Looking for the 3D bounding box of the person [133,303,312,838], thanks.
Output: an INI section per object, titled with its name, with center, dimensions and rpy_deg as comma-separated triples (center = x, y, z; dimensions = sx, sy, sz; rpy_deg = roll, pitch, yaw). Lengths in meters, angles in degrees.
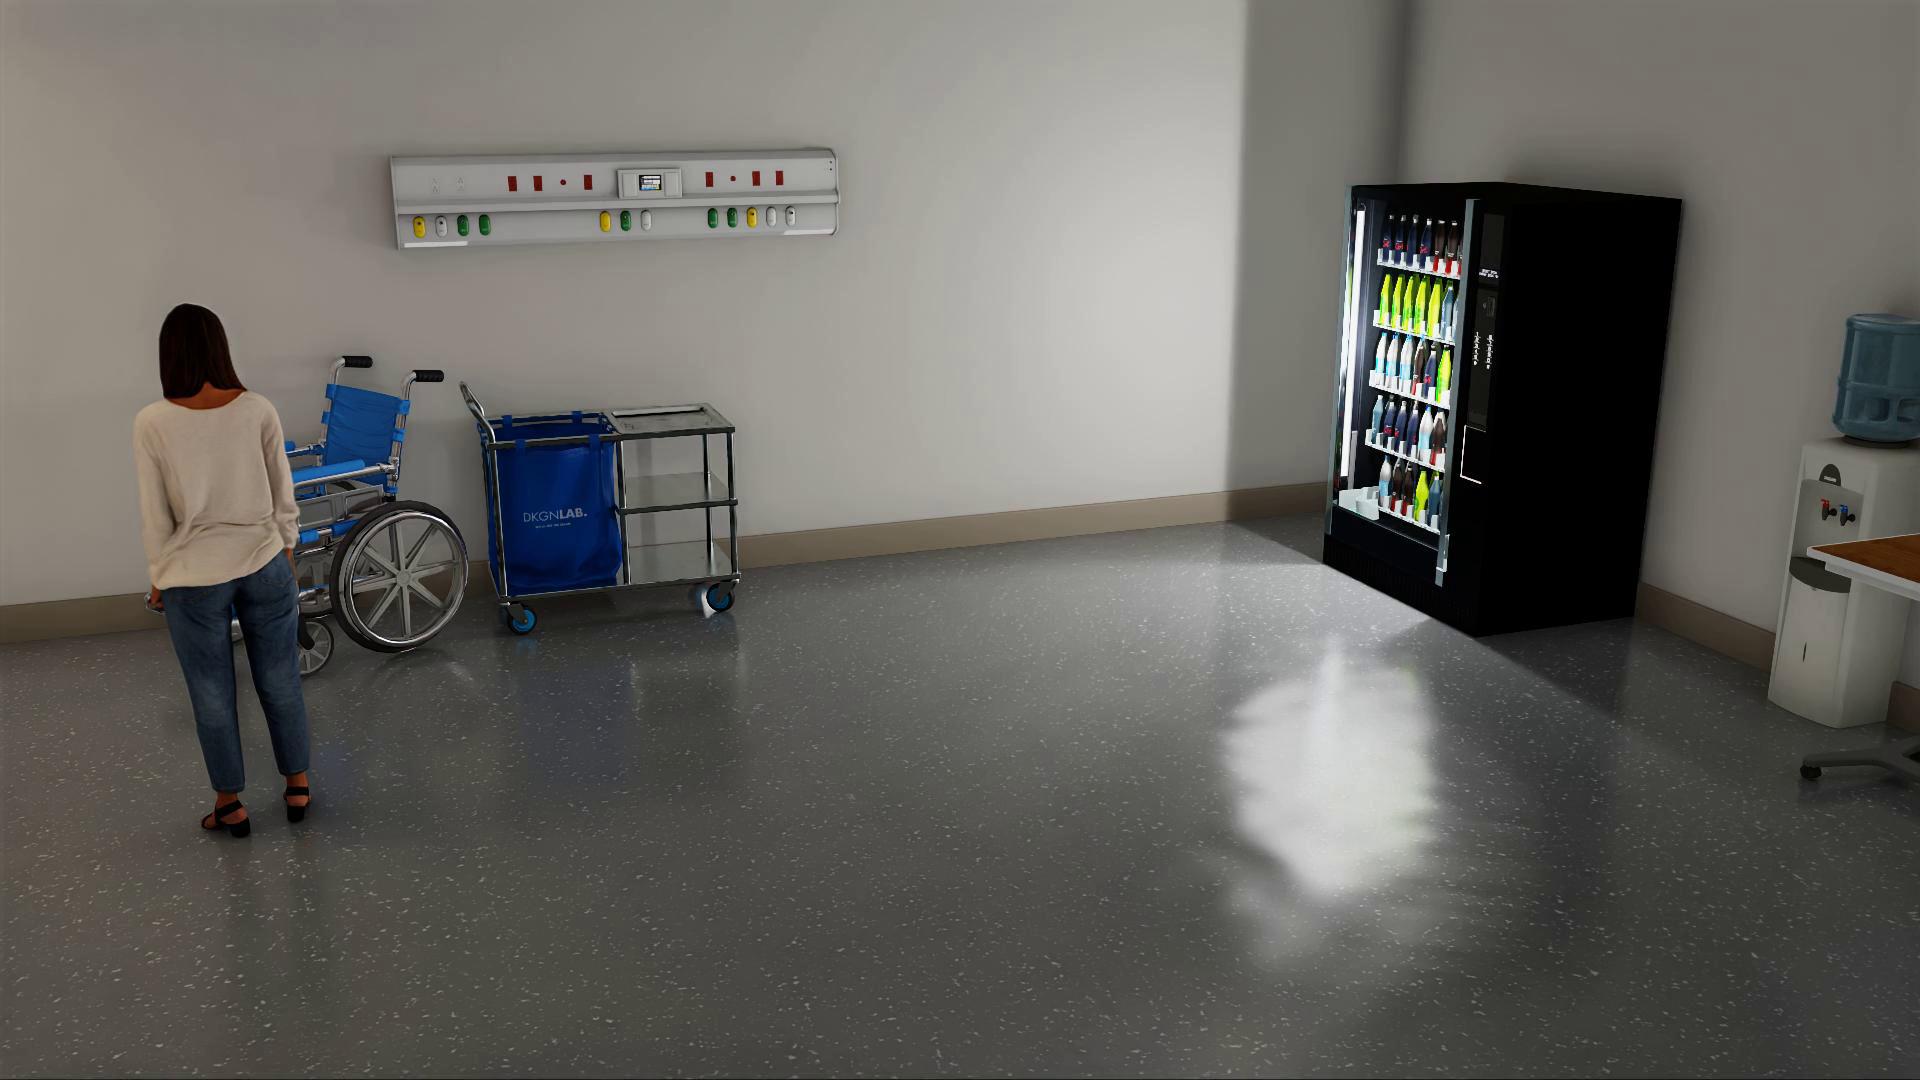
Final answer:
[person]
center = -2.272, 0.108, 5.157
dimensions = 0.668, 1.673, 0.628
rpy_deg = -10, 19, -33
